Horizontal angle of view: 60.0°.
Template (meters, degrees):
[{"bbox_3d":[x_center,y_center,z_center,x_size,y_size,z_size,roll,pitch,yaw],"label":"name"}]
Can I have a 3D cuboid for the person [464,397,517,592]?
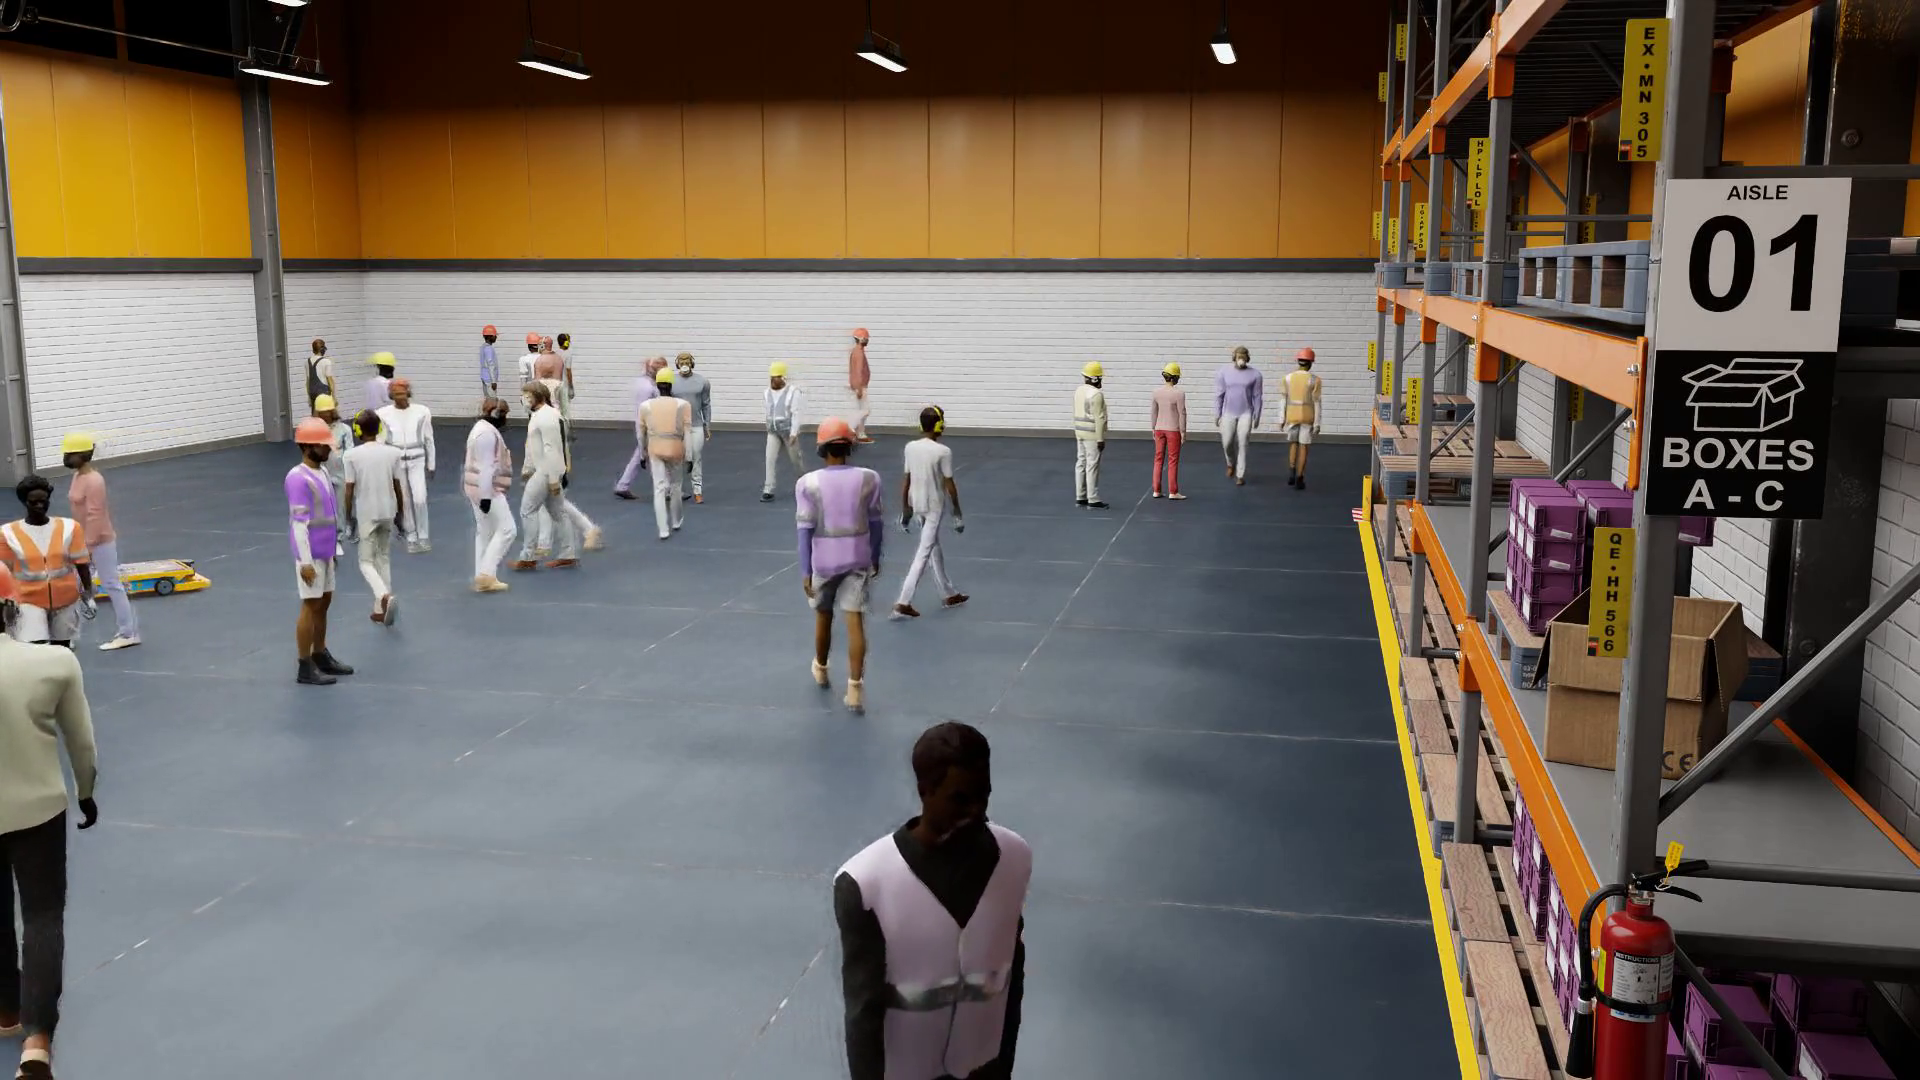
[{"bbox_3d":[-4.347,-0.411,15.385,0.447,1.809,0.700,-4,10,-21],"label":"person"}]

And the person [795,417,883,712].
[{"bbox_3d":[-0.838,0.141,11.548,0.616,1.989,1.063,-2,10,-10],"label":"person"}]

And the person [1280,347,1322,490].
[{"bbox_3d":[4.624,-1.638,22.449,0.570,1.914,0.519,5,11,29],"label":"person"}]

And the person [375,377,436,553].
[{"bbox_3d":[-5.786,-0.770,17.365,0.588,1.863,0.527,-3,10,-17],"label":"person"}]

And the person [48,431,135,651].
[{"bbox_3d":[-6.850,0.034,12.890,0.787,1.732,0.552,-9,13,-44],"label":"person"}]

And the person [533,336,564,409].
[{"bbox_3d":[-6.517,-2.266,26.256,0.409,1.913,0.645,3,10,20],"label":"person"}]

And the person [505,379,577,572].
[{"bbox_3d":[-4.198,-0.630,16.402,0.831,1.900,0.645,-2,10,-12],"label":"person"}]

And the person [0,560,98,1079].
[{"bbox_3d":[-3.594,1.033,6.265,0.606,1.962,0.938,-4,10,-22],"label":"person"}]

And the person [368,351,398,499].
[{"bbox_3d":[-7.392,-1.468,21.424,0.494,1.912,0.586,-7,12,-36],"label":"person"}]

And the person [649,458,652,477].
[{"bbox_3d":[-4.235,-1.632,23.296,0.500,1.623,0.380,1,9,5],"label":"person"}]

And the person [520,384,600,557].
[{"bbox_3d":[-4.184,-0.733,17.355,0.824,1.814,0.652,-5,10,-26],"label":"person"}]

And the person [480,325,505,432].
[{"bbox_3d":[-8.469,-2.908,30.047,0.362,1.938,0.545,-5,11,-28],"label":"person"}]

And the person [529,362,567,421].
[{"bbox_3d":[-6.063,-1.814,24.482,0.542,1.594,0.856,-3,10,-16],"label":"person"}]

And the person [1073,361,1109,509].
[{"bbox_3d":[1.632,-1.294,20.663,0.403,1.837,0.600,-4,10,-25],"label":"person"}]

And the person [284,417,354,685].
[{"bbox_3d":[-4.651,0.074,12.081,0.368,1.936,0.552,0,9,-2],"label":"person"}]

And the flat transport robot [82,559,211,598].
[{"bbox_3d":[-7.728,0.377,15.266,1.431,0.197,0.652,-7,12,-38],"label":"flat transport robot"}]

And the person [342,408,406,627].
[{"bbox_3d":[-4.850,-0.171,13.866,0.517,1.841,0.688,-8,12,-39],"label":"person"}]

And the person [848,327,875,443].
[{"bbox_3d":[-1.669,-2.595,28.049,0.460,1.979,0.616,-2,10,-11],"label":"person"}]

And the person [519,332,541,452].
[{"bbox_3d":[-6.824,-2.367,26.772,0.545,1.942,0.352,-7,12,-35],"label":"person"}]

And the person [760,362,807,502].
[{"bbox_3d":[-2.253,-1.407,21.476,0.589,1.792,0.909,4,10,23],"label":"person"}]

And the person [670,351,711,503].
[{"bbox_3d":[-3.463,-1.421,21.081,0.635,1.937,0.353,-2,10,-14],"label":"person"}]

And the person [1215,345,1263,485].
[{"bbox_3d":[3.847,-1.724,22.947,0.650,1.926,0.502,2,10,12],"label":"person"}]

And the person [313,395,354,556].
[{"bbox_3d":[-6.453,-0.637,17.069,0.500,1.699,0.866,-5,11,-27],"label":"person"}]

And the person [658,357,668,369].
[{"bbox_3d":[-4.562,-2.018,25.673,0.532,1.596,0.787,6,11,32],"label":"person"}]

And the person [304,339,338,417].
[{"bbox_3d":[-10.271,-2.304,26.724,0.511,1.840,0.339,4,10,22],"label":"person"}]

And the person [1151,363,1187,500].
[{"bbox_3d":[2.711,-1.403,21.492,0.531,1.767,0.328,9,13,43],"label":"person"}]

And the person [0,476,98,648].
[{"bbox_3d":[-5.896,0.422,10.771,0.551,1.670,0.708,-8,13,-41],"label":"person"}]

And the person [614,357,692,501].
[{"bbox_3d":[-3.981,-1.415,21.292,0.963,1.860,0.684,-1,9,-7],"label":"person"}]

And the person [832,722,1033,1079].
[{"bbox_3d":[-0.003,1.405,4.197,0.602,1.888,0.800,-5,11,-29],"label":"person"}]

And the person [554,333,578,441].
[{"bbox_3d":[-6.819,-2.617,28.554,0.516,1.858,0.329,7,12,36],"label":"person"}]

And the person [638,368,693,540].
[{"bbox_3d":[-3.290,-0.976,18.589,0.610,1.870,0.977,-1,9,-6],"label":"person"}]

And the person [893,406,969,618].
[{"bbox_3d":[-0.247,-0.250,14.410,0.543,1.822,0.997,9,13,42],"label":"person"}]
